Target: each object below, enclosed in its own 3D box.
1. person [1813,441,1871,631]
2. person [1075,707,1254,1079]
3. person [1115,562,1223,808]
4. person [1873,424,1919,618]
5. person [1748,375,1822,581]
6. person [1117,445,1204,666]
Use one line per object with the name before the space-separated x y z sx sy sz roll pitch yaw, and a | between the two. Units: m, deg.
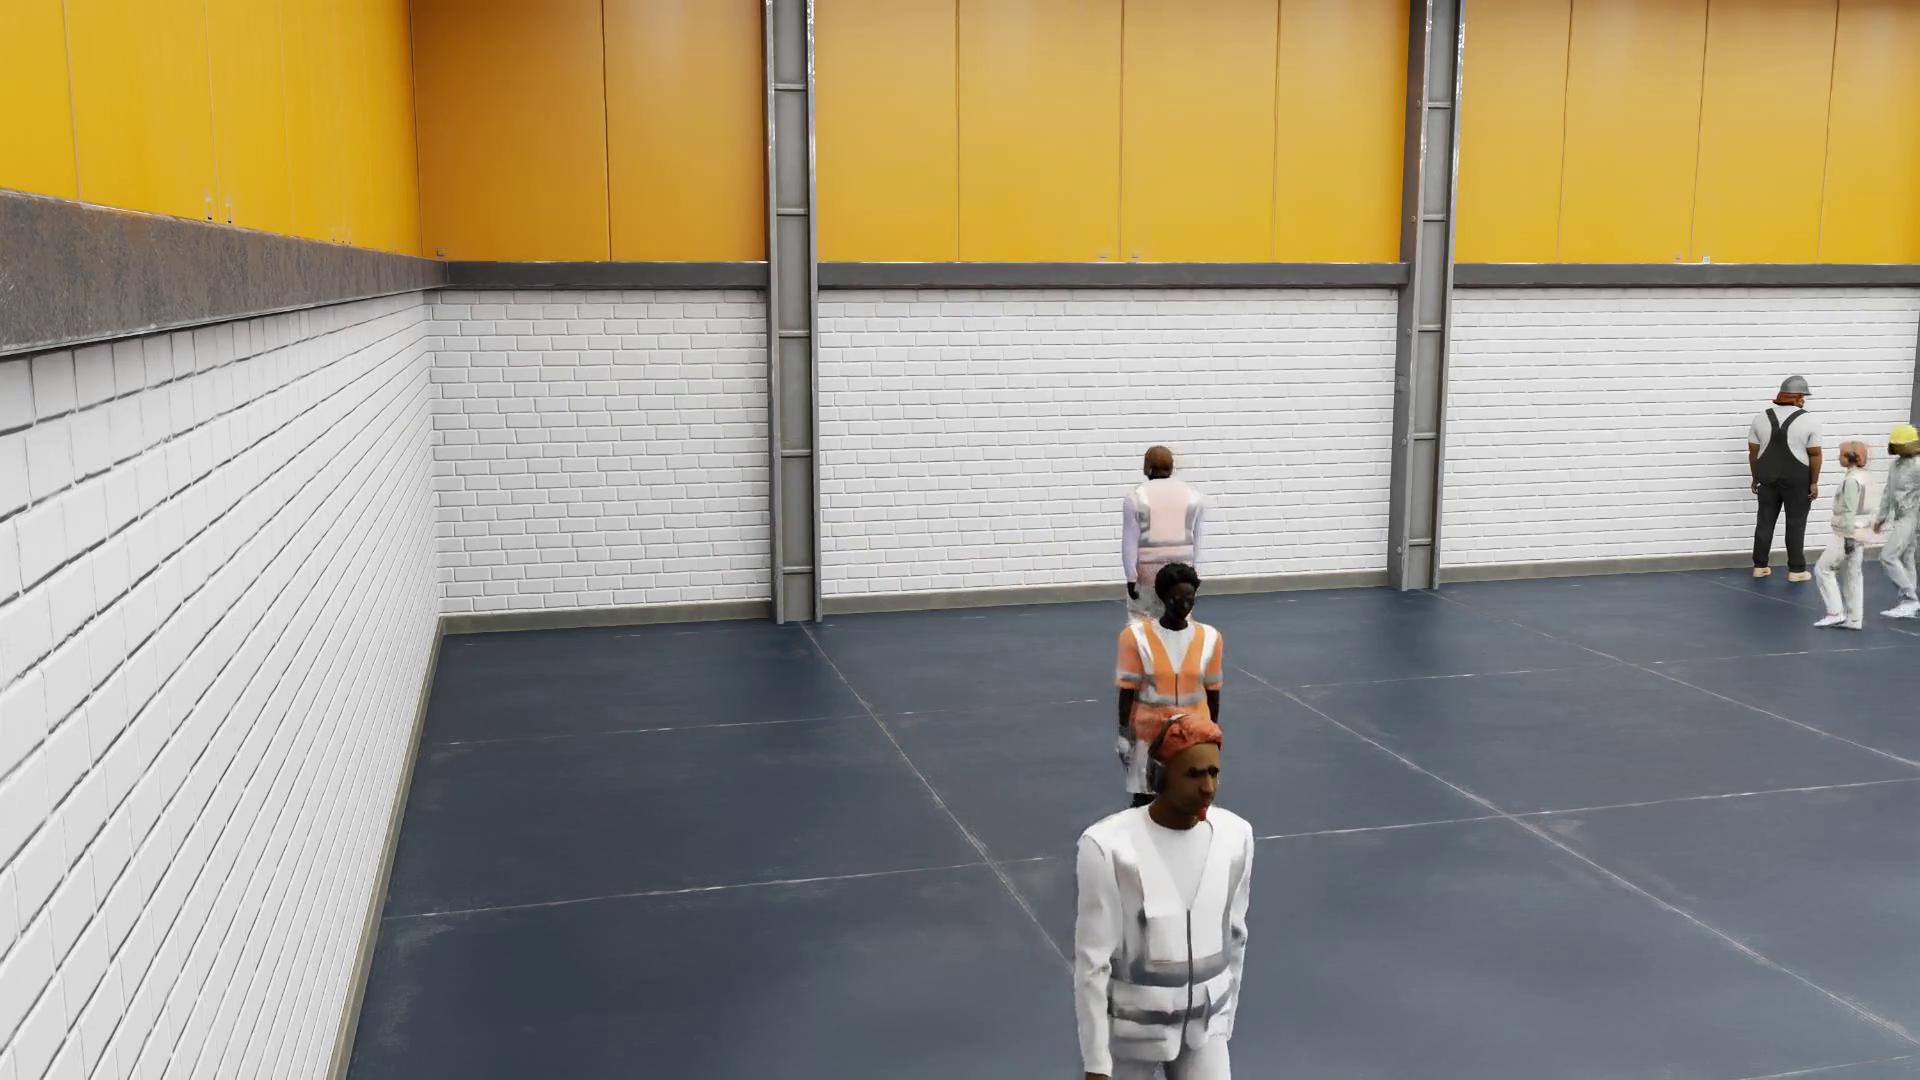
person | 7.487 -0.036 14.128 0.487 1.621 0.547 7 11 37
person | 0.542 1.361 4.747 0.582 1.852 0.917 -4 10 -21
person | 0.994 0.914 8.021 0.540 1.679 0.568 -1 9 -8
person | 8.257 -0.155 14.564 0.418 1.722 0.493 2 9 14
person | 8.210 -0.623 16.510 0.534 2.000 0.684 -8 12 -40
person | 1.416 0.215 12.007 0.622 1.800 0.916 -2 9 -10
